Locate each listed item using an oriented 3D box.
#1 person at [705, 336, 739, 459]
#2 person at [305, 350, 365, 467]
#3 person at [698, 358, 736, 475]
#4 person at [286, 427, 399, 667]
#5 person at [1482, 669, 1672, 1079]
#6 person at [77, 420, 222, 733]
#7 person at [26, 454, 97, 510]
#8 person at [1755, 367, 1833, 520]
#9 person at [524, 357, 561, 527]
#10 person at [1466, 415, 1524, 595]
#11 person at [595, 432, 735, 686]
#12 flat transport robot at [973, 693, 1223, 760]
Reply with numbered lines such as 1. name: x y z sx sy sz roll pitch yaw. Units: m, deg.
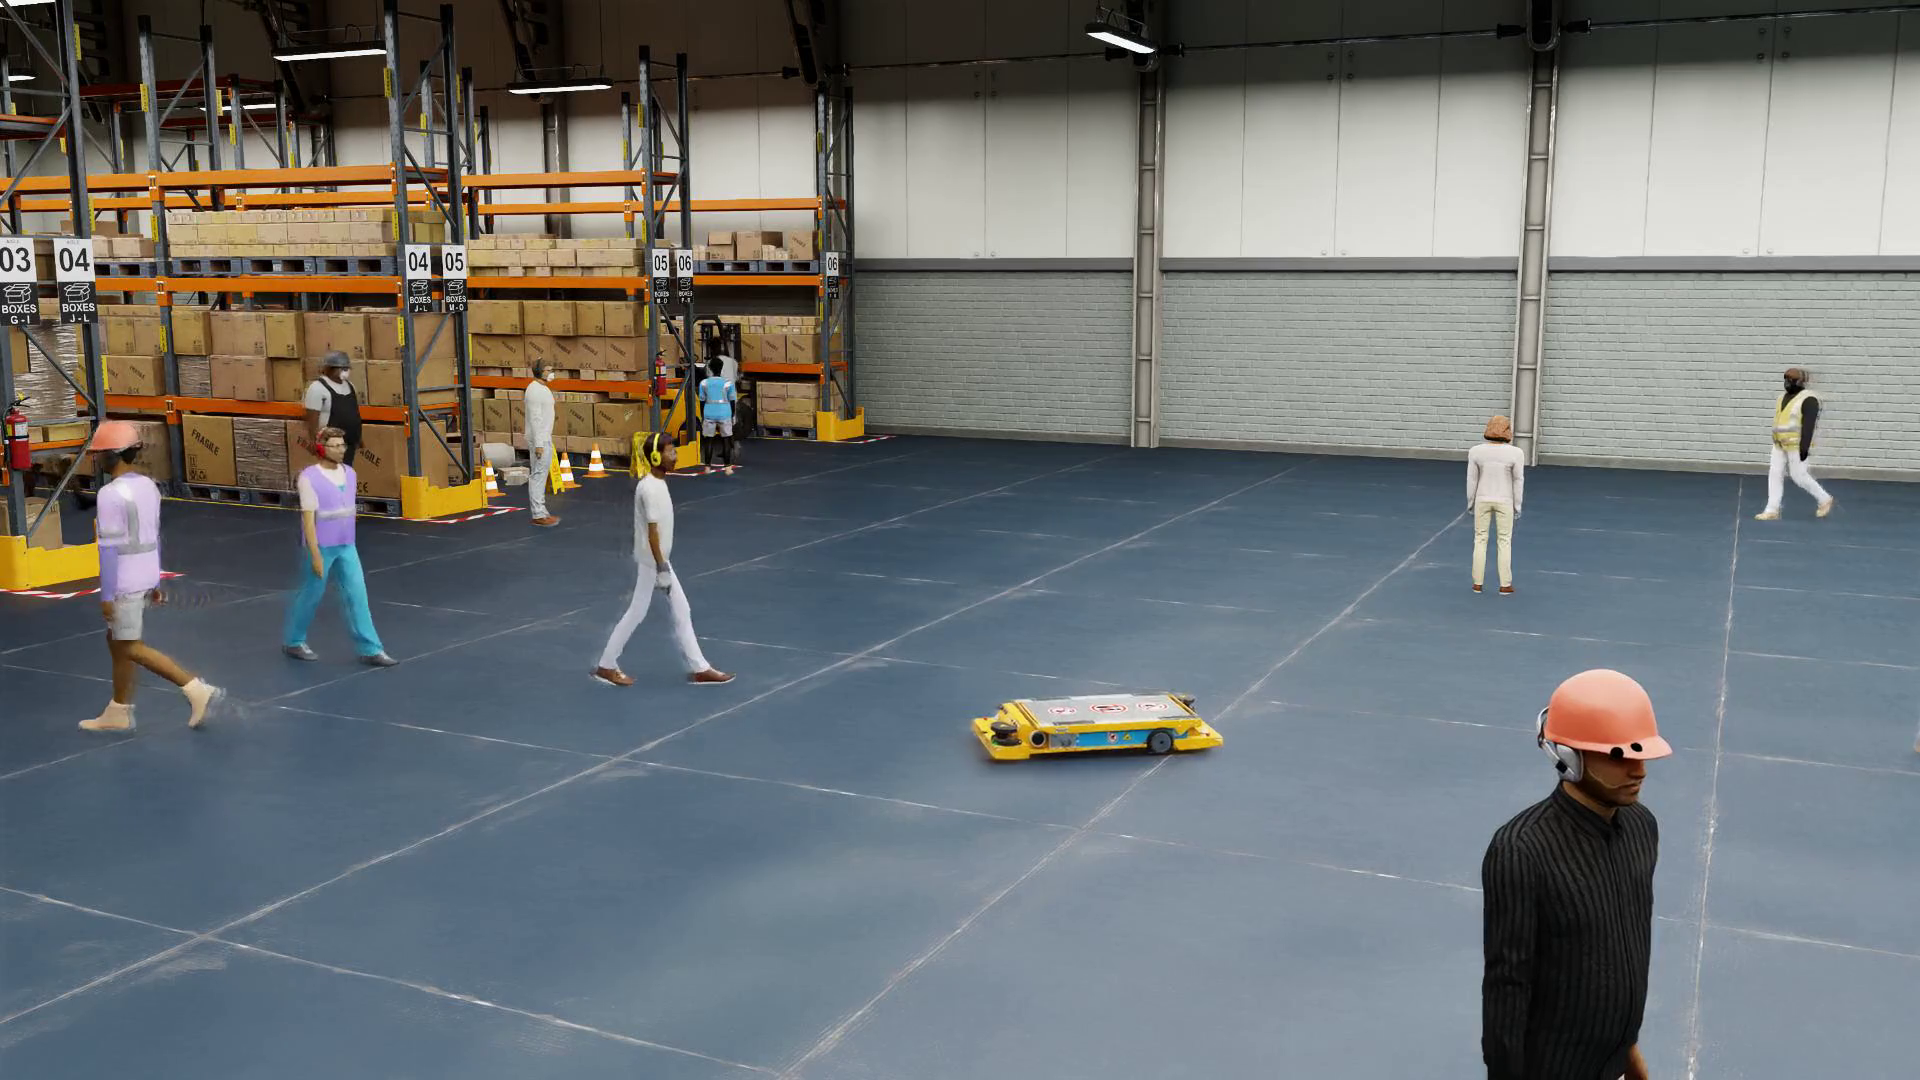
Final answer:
1. person: -3.612 -2.171 25.547 0.639 1.936 0.650 -9 13 -44
2. person: -7.172 -1.212 19.342 0.680 2.000 0.701 3 10 20
3. person: -3.471 -1.762 23.819 0.542 1.689 0.320 1 9 4
4. person: -4.691 0.049 12.377 0.990 1.801 0.584 4 10 23
5. person: 1.523 1.290 4.138 0.613 1.995 0.391 -7 11 -35
6. person: -5.164 0.249 10.480 0.870 2.016 0.617 -1 9 -4
7. person: -11.029 -1.275 20.213 1.002 1.883 0.553 3 10 16
8. person: 9.830 -1.119 19.489 0.799 1.817 0.633 -2 9 -9
9. person: -4.810 -1.127 19.135 0.377 1.940 0.629 -1 9 -5
10. person: 4.856 -0.320 15.120 0.501 1.633 0.285 5 11 29
11. person: -2.143 0.150 11.693 0.990 1.828 0.542 0 9 2
12. flat transport robot: 0.845 1.142 10.323 1.431 0.197 0.652 -2 9 -11
